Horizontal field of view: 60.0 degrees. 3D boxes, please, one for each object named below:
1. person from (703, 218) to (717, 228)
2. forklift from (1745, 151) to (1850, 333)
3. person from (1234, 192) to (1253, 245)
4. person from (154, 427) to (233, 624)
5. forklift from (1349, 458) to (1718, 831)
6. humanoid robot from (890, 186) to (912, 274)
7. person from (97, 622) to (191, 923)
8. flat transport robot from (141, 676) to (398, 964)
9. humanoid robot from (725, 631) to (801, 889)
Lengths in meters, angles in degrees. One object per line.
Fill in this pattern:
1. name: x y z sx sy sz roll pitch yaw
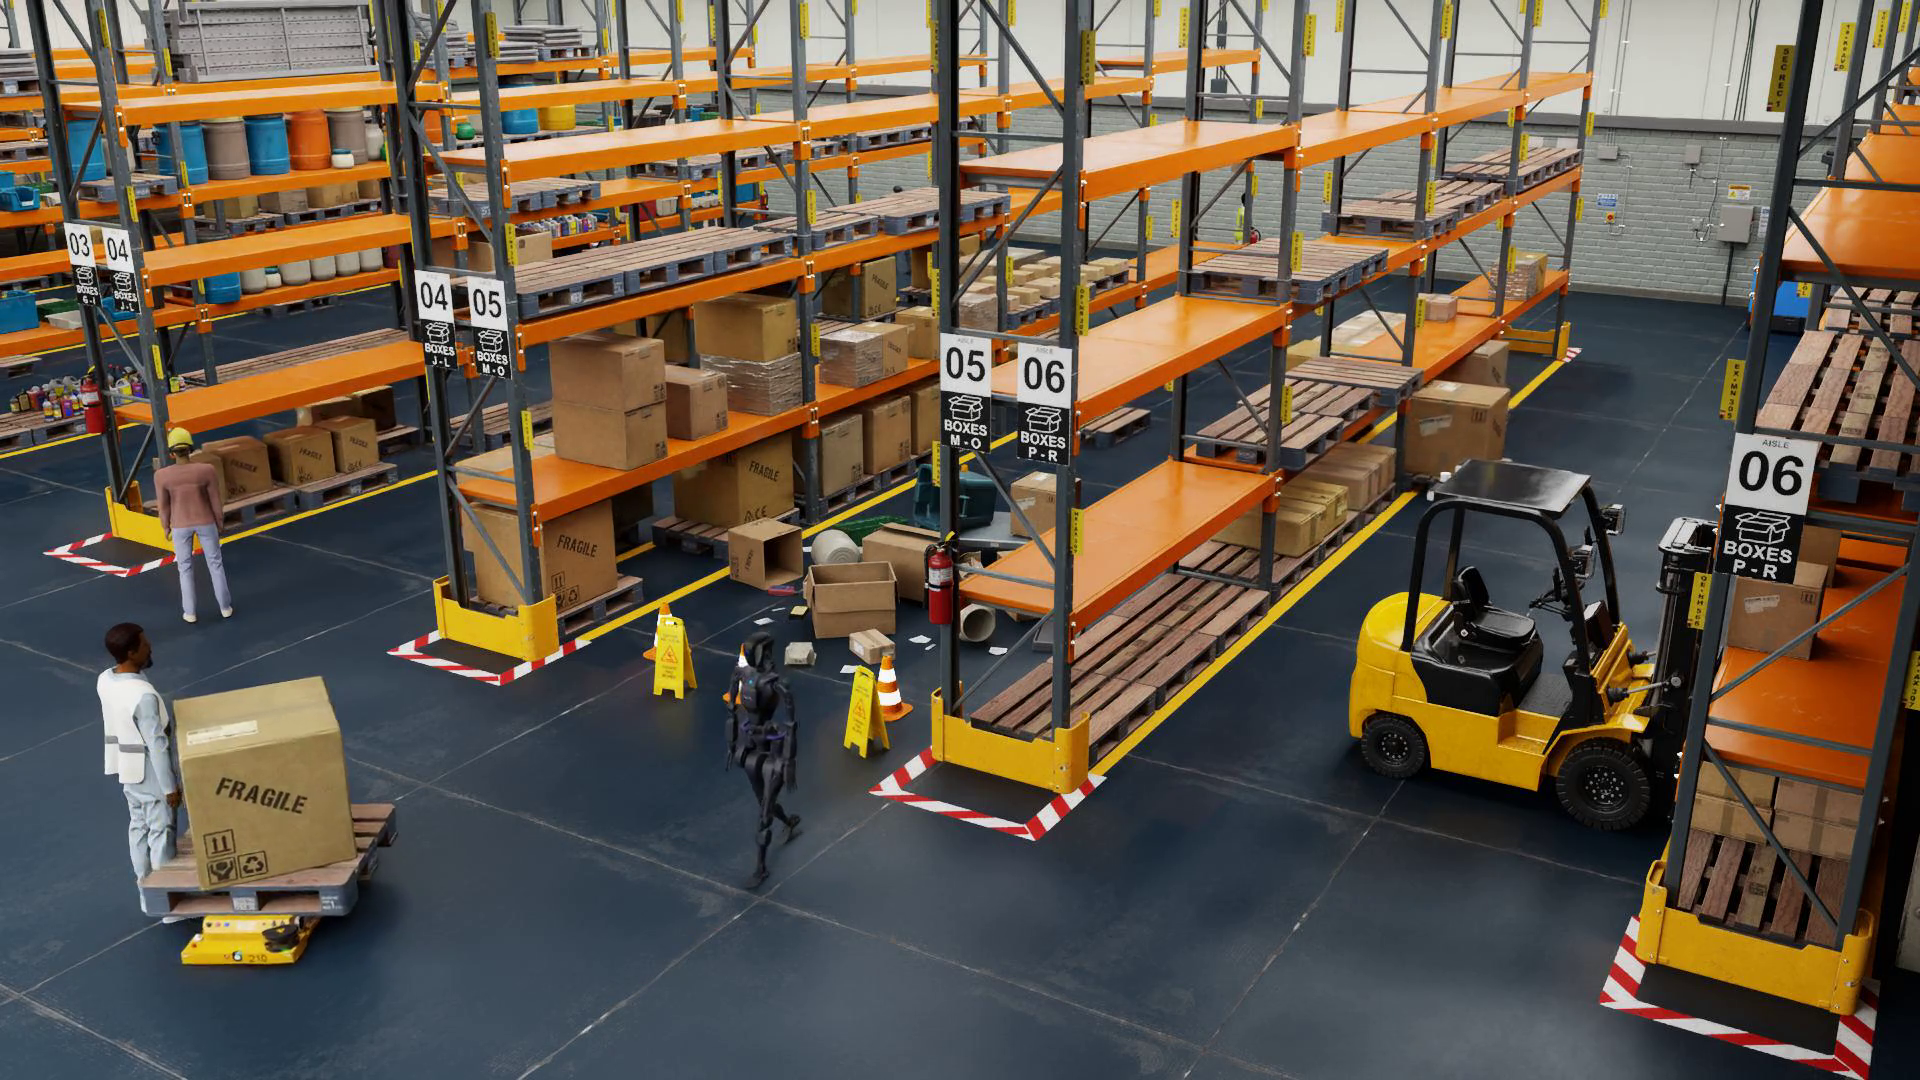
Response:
1. person: -5.242 -7.061 34.861 0.492 1.688 0.348 -6 20 -17
2. forklift: 13.620 -4.667 26.137 1.873 2.768 1.129 11 22 29
3. person: 5.177 -5.514 30.384 0.319 1.687 0.537 -2 19 -6
4. person: -6.793 -0.136 14.735 0.518 1.758 0.341 -9 21 -24
5. forklift: 3.988 0.658 11.776 2.313 2.155 1.214 11 22 29
6. humanoid robot: -1.146 -5.861 31.449 0.602 1.627 0.755 -12 23 -32
7. person: -4.910 1.402 10.035 0.590 1.922 0.393 15 24 36
8. flat transport robot: -4.238 2.168 10.345 0.659 0.231 1.431 0 19 -1
9. humanoid robot: -1.236 1.340 10.670 0.605 1.632 0.790 12 22 31
